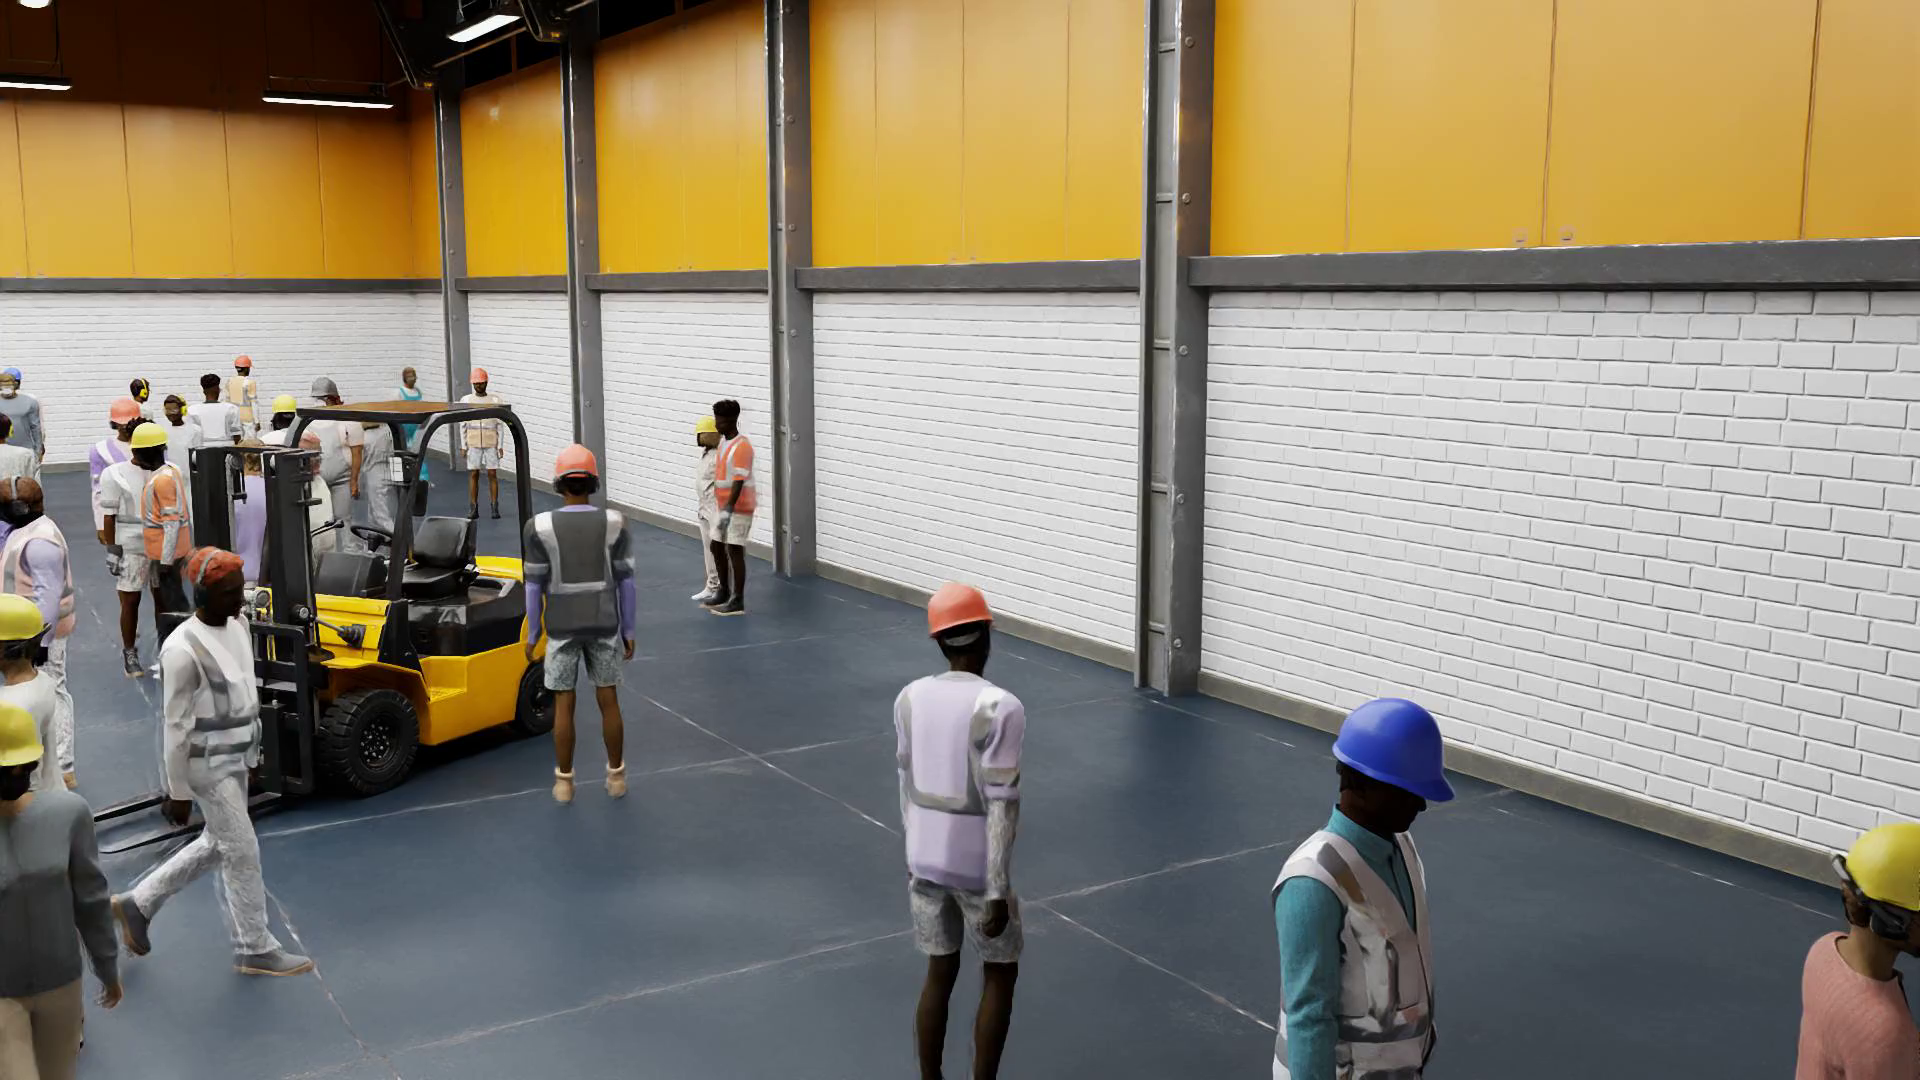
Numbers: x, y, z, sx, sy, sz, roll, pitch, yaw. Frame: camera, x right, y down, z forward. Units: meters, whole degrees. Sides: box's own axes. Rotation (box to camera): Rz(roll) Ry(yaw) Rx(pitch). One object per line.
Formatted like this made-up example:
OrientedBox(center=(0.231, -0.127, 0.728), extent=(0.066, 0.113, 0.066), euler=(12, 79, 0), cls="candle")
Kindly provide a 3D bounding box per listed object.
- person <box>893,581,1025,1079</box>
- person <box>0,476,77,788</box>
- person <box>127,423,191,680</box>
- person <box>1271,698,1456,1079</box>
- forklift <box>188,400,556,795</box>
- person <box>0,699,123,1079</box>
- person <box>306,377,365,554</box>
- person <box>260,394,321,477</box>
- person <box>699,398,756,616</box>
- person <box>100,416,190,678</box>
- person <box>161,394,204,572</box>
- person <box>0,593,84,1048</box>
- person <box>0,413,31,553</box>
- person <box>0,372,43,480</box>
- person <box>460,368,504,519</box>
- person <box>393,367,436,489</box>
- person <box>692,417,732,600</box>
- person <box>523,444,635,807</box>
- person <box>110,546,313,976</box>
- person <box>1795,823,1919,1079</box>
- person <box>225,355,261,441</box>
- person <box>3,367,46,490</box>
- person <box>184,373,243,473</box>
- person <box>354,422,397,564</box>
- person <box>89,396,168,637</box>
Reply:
OrientedBox(center=(-0.005, 1.097, 5.703), extent=(0.563, 1.890, 0.543), euler=(6, 10, 36), cls="person")
OrientedBox(center=(-5.364, 0.543, 9.635), extent=(0.430, 1.839, 0.619), euler=(-6, 10, -34), cls="person")
OrientedBox(center=(-5.961, 0.081, 12.444), extent=(0.381, 1.923, 0.591), euler=(-4, 9, -26), cls="person")
OrientedBox(center=(0.961, 1.324, 4.023), extent=(0.402, 1.938, 0.604), euler=(5, 10, 32), cls="person")
OrientedBox(center=(-3.529, 0.258, 10.348), extent=(1.214, 2.155, 2.313), euler=(4, 9, 25), cls="forklift")
OrientedBox(center=(-2.805, 1.296, 4.910), extent=(0.797, 1.742, 0.531), euler=(6, 10, 34), cls="person")
OrientedBox(center=(-6.437, -0.642, 16.927), extent=(0.684, 2.000, 0.538), euler=(1, 9, 7), cls="person")
OrientedBox(center=(-6.350, -0.414, 15.772), extent=(0.367, 1.927, 0.590), euler=(7, 11, 38), cls="person")
OrientedBox(center=(-2.076, -0.293, 14.881), extent=(0.480, 1.950, 0.618), euler=(-5, 10, -30), cls="person")
OrientedBox(center=(-6.140, 0.043, 12.565), extent=(0.363, 1.962, 0.612), euler=(7, 11, 40), cls="person")
OrientedBox(center=(-7.943, -0.560, 16.995), extent=(0.511, 1.862, 0.324), euler=(1, 8, 5), cls="person")
OrientedBox(center=(-3.525, 1.073, 6.285), extent=(0.309, 1.772, 0.524), euler=(-4, 9, -22), cls="person")
OrientedBox(center=(-8.236, -0.171, 14.346), extent=(0.335, 1.869, 0.521), euler=(5, 10, 29), cls="person")
OrientedBox(center=(-11.531, -1.082, 20.282), extent=(0.636, 1.931, 0.377), euler=(-5, 10, -29), cls="person")
OrientedBox(center=(-6.091, -1.225, 21.210), extent=(0.545, 1.938, 0.361), euler=(-2, 9, -12), cls="person")
OrientedBox(center=(-8.186, -1.666, 24.635), extent=(0.940, 1.810, 0.523), euler=(6, 10, 35), cls="person")
OrientedBox(center=(-2.321, -0.274, 15.448), extent=(0.303, 1.743, 0.494), euler=(-5, 10, -31), cls="person")
OrientedBox(center=(-2.136, 0.479, 9.369), extent=(0.609, 2.042, 0.386), euler=(-3, 9, -20), cls="person")
OrientedBox(center=(-3.197, 0.933, 6.945), extent=(0.825, 1.858, 0.607), euler=(0, 8, 1), cls="person")
OrientedBox(center=(1.989, 1.468, 3.679), extent=(0.342, 1.757, 0.533), euler=(2, 9, 15), cls="person")
OrientedBox(center=(-10.943, -1.858, 25.471), extent=(0.551, 1.935, 0.371), euler=(3, 9, 17), cls="person")
OrientedBox(center=(-12.073, -1.244, 21.341), extent=(0.605, 1.939, 0.415), euler=(-6, 10, -33), cls="person")
OrientedBox(center=(-8.612, -0.946, 19.238), extent=(0.607, 1.963, 0.373), euler=(-4, 9, -24), cls="person")
OrientedBox(center=(-6.283, -0.595, 17.733), extent=(0.830, 1.696, 0.496), euler=(3, 9, 21), cls="person")
OrientedBox(center=(-6.908, -0.190, 13.931), extent=(0.619, 2.029, 0.410), euler=(-7, 11, -38), cls="person")
